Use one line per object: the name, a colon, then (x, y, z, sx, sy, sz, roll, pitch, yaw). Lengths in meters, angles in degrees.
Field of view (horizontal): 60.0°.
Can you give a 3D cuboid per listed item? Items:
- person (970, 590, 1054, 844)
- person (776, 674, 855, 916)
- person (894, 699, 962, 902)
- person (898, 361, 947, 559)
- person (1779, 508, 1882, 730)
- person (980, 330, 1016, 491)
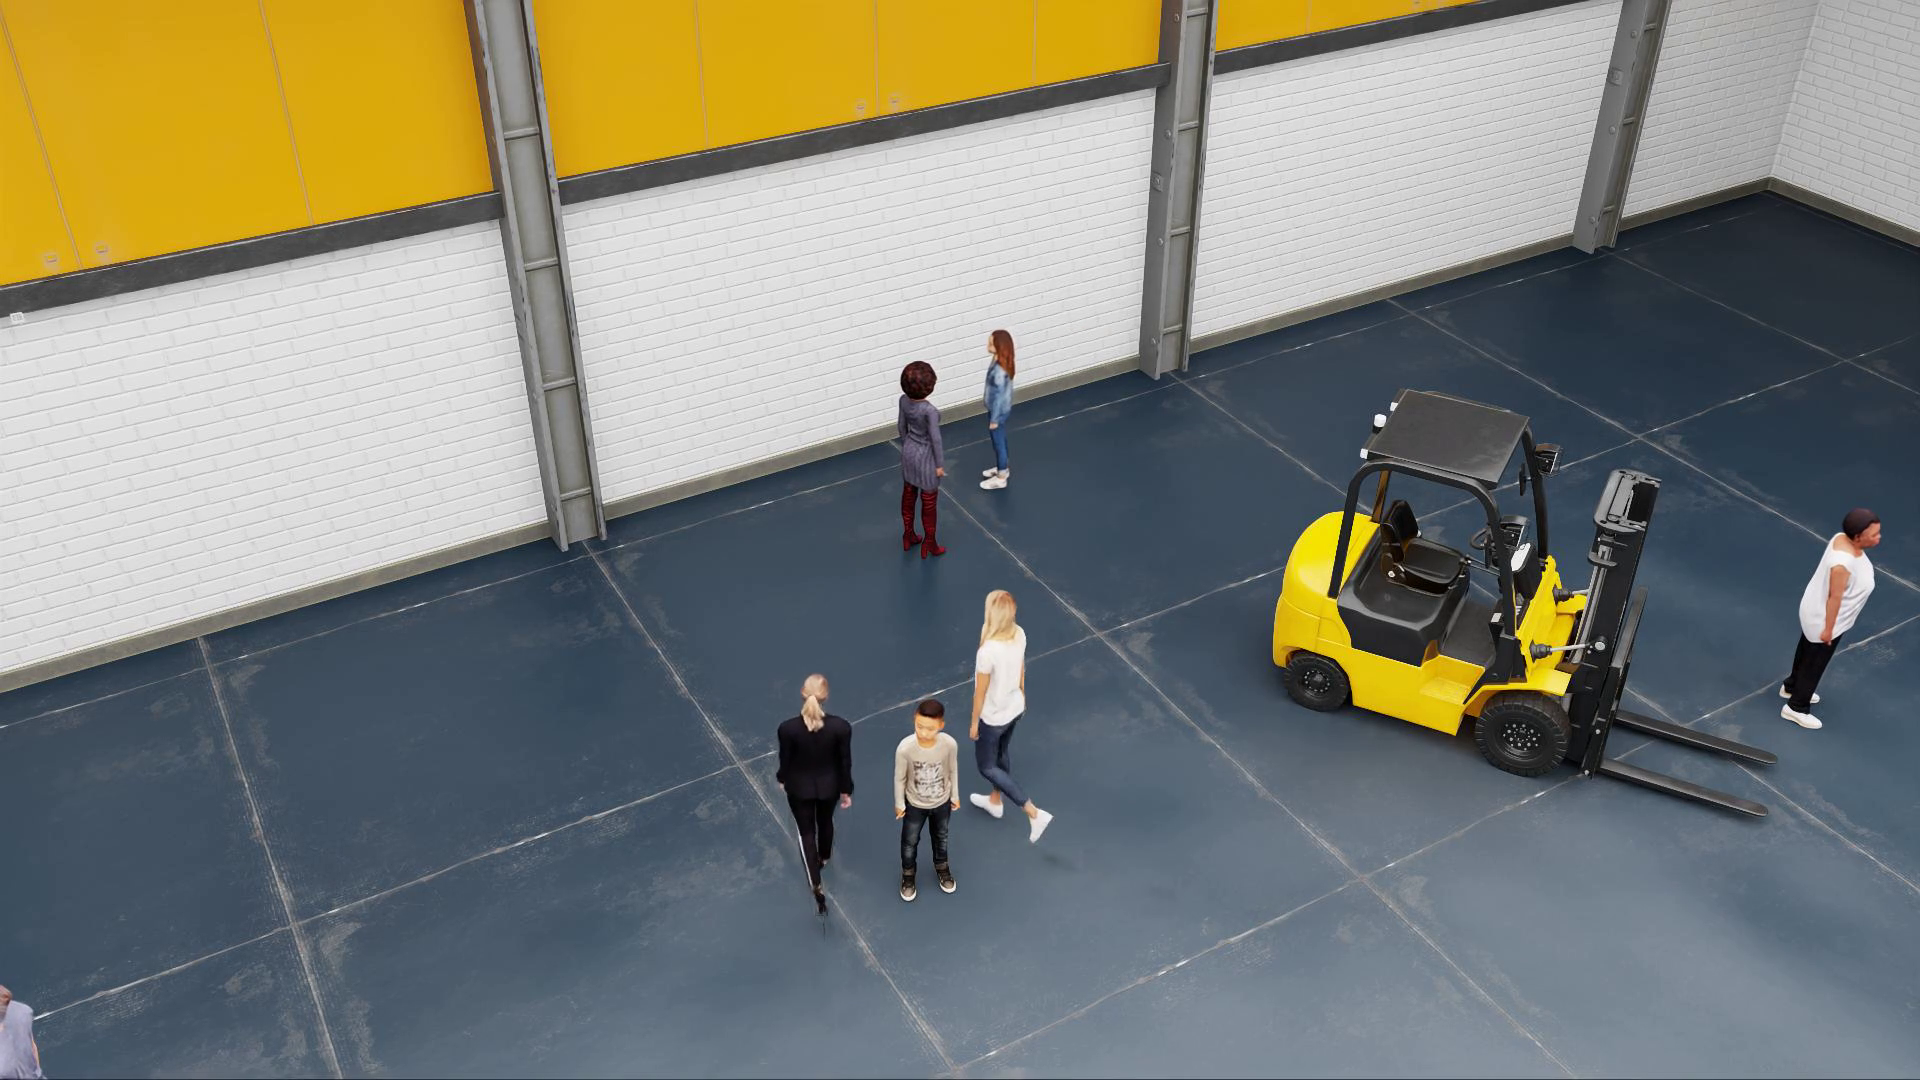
person: (0.326, 1.144, 10.538, 0.908, 1.793, 0.988, 20, 39, 27)
person: (-0.877, 1.563, 10.013, 0.963, 1.677, 0.884, -6, 34, -9)
person: (-0.199, 1.568, 10.199, 0.518, 1.462, 0.669, -8, 34, -11)
person: (-0.324, -0.641, 13.298, 0.630, 1.710, 0.593, 28, 43, 36)
person: (6.069, 0.510, 11.588, 0.824, 1.687, 0.735, 15, 36, 21)
person: (0.346, -1.138, 14.256, 0.669, 1.478, 0.651, 0, 34, 1)
